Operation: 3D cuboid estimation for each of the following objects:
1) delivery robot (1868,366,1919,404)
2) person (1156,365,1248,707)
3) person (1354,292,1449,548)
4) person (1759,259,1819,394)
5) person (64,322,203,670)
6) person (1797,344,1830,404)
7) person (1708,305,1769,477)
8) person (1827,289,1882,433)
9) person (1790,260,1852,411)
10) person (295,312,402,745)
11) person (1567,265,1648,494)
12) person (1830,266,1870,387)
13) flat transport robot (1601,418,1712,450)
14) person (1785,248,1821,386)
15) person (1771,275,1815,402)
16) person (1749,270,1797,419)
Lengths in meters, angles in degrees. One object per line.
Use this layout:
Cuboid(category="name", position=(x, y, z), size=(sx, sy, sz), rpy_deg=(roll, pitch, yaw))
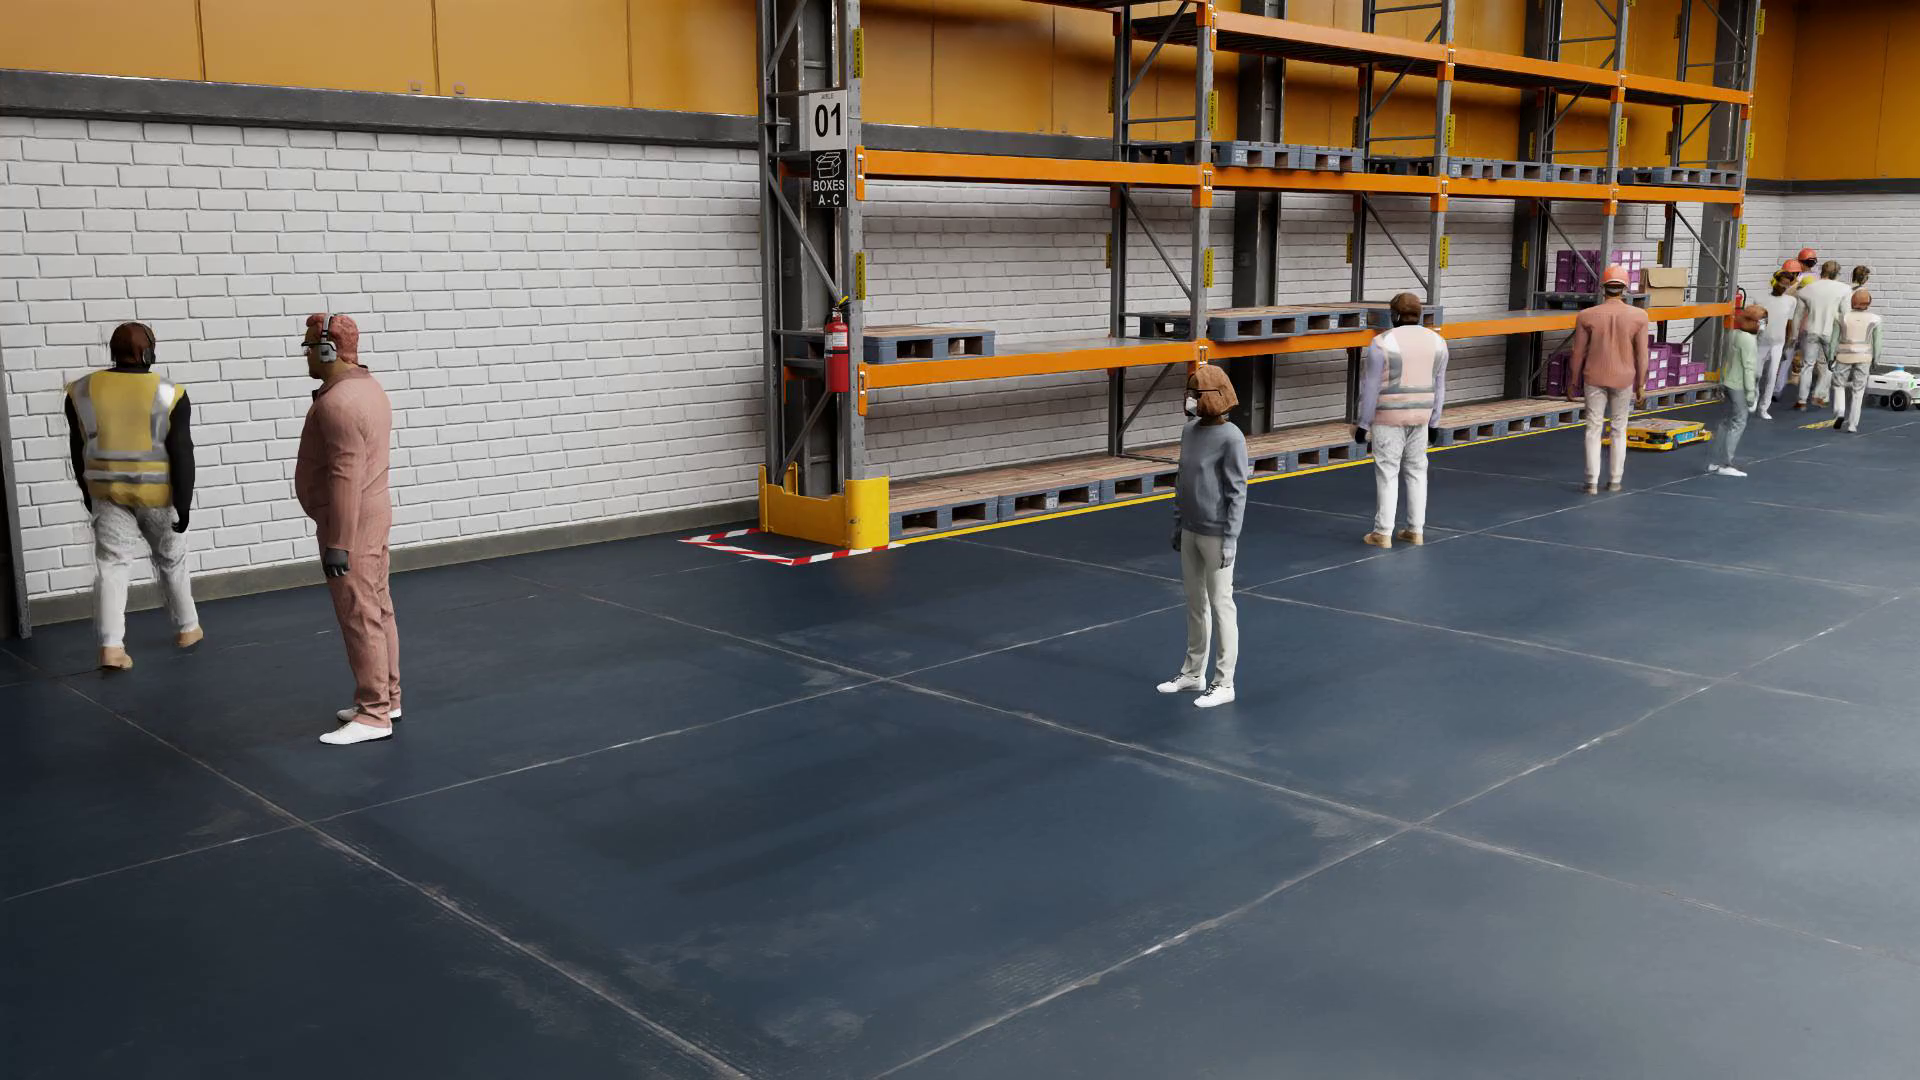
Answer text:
Cuboid(category="delivery robot", position=(12.107, -2.003, 21.466), size=(0.477, 0.478, 0.707), rpy_deg=(-4, 11, -20))
Cuboid(category="person", position=(1.175, -0.022, 7.971), size=(0.280, 1.634, 0.499), rpy_deg=(-5, 12, -26))
Cuboid(category="person", position=(3.170, -0.858, 11.973), size=(0.639, 1.843, 0.429), rpy_deg=(-4, 11, -19))
Cuboid(category="person", position=(11.737, -2.993, 23.434), size=(0.691, 1.918, 0.549), rpy_deg=(0, 10, -2))
Cuboid(category="person", position=(-4.328, -0.243, 8.745), size=(0.628, 1.805, 0.922), rpy_deg=(-2, 11, -13))
Cuboid(category="person", position=(11.590, -2.631, 22.329), size=(0.578, 1.591, 0.834), rpy_deg=(0, 10, 0))
Cuboid(category="person", position=(7.283, -1.399, 15.574), size=(0.381, 1.600, 0.646), rpy_deg=(2, 11, 9))
Cuboid(category="person", position=(10.167, -2.026, 18.910), size=(0.536, 1.627, 0.359), rpy_deg=(5, 12, 27))
Cuboid(category="person", position=(10.998, -2.604, 21.270), size=(0.724, 1.916, 0.486), rpy_deg=(8, 13, 38))
Cuboid(category="person", position=(-2.727, -0.051, 7.389), size=(0.403, 1.906, 0.652), rpy_deg=(-1, 10, -7))
Cuboid(category="person", position=(5.644, -1.393, 14.498), size=(0.618, 1.995, 0.430), rpy_deg=(3, 11, 14))
Cuboid(category="person", position=(13.026, -3.130, 24.472), size=(0.807, 1.803, 0.538), rpy_deg=(-5, 12, -26))
Cuboid(category="flat transport robot", position=(7.464, -1.144, 17.813), size=(0.652, 0.197, 1.431), rpy_deg=(10, 14, 42))
Cuboid(category="person", position=(12.602, -3.329, 24.886), size=(0.605, 2.045, 0.380), rpy_deg=(-3, 11, -14))
Cuboid(category="person", position=(11.300, -2.699, 22.366), size=(0.526, 1.713, 0.872), rpy_deg=(9, 14, 41))
Cuboid(category="person", position=(10.004, -2.428, 20.578), size=(0.515, 1.832, 0.829), rpy_deg=(3, 11, 16))
